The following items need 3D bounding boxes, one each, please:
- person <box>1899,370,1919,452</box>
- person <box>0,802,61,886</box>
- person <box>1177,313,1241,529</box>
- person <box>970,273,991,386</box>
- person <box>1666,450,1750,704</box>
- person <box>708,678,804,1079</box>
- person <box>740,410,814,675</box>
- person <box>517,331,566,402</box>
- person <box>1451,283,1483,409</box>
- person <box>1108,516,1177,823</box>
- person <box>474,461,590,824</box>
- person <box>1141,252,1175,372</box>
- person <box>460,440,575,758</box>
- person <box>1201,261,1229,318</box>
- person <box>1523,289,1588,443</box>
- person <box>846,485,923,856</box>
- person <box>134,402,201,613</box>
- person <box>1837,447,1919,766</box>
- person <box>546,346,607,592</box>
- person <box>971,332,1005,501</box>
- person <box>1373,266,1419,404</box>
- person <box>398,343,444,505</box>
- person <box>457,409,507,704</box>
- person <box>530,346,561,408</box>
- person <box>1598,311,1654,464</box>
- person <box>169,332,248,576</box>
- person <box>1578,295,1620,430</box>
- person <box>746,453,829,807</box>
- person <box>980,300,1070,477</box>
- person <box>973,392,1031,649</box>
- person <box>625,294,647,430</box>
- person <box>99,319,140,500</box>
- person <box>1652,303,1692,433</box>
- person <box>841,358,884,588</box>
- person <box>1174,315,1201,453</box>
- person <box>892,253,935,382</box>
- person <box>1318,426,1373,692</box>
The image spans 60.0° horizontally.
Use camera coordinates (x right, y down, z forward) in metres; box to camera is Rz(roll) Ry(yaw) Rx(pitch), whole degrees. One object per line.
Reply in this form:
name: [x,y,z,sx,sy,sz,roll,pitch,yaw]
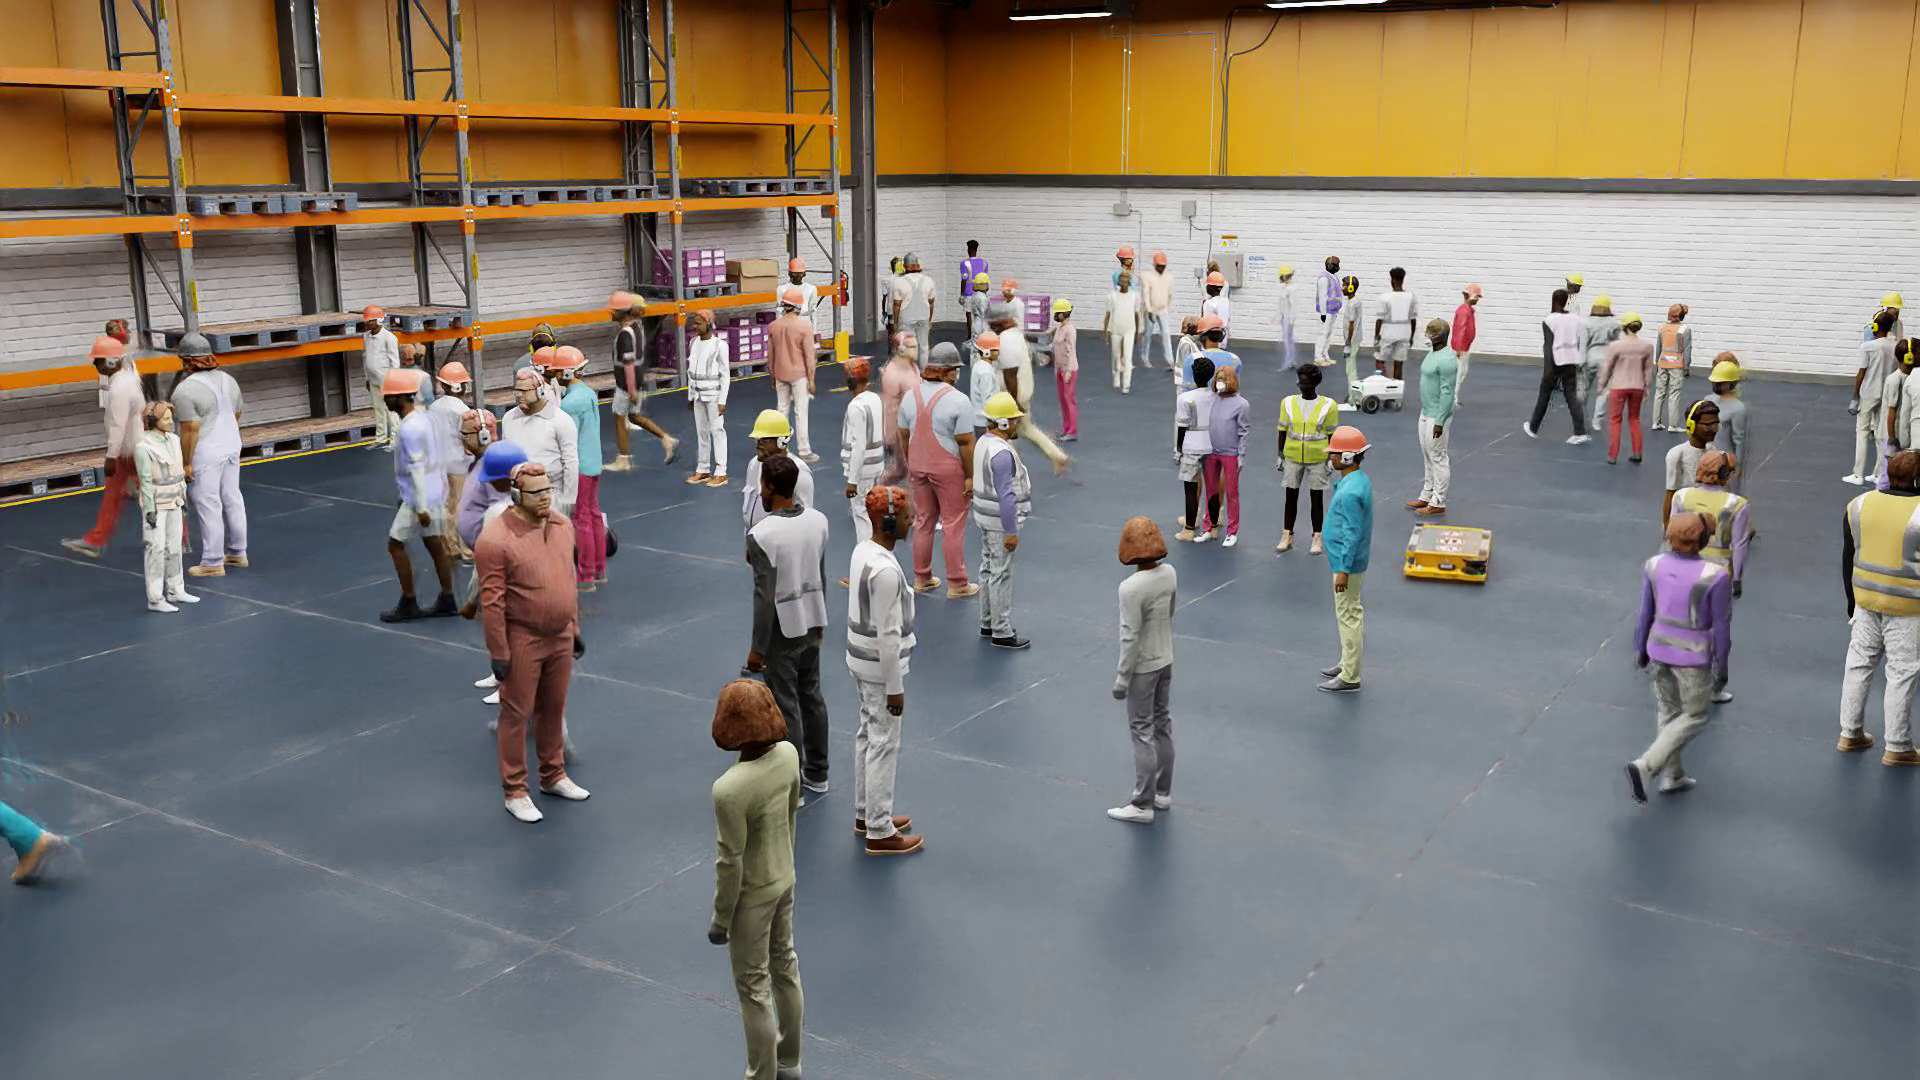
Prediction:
person: [8.666,-0.837,14.728,0.408,1.906,0.652,-8,15,-32]
person: [-4.835,0.800,7.860,0.890,1.818,0.512,-5,14,-20]
person: [2.333,-1.119,15.689,0.615,2.029,0.409,-6,14,-23]
person: [0.326,-3.184,25.272,0.295,1.744,0.484,-5,14,-22]
person: [4.774,0.233,10.679,0.315,1.637,0.514,-11,17,-40]
person: [-0.751,1.294,6.087,0.285,1.633,0.500,6,14,23]
person: [-1.239,0.039,11.094,0.586,1.833,0.403,11,17,40]
person: [-3.868,-1.014,15.581,0.514,1.872,0.328,-3,13,-15]
person: [7.041,-2.709,23.229,0.403,1.737,0.684,7,15,28]
person: [0.966,0.679,8.757,0.286,1.632,0.500,9,16,35]
person: [-2.234,0.523,8.834,0.399,1.908,0.643,8,15,31]
person: [3.239,-3.748,27.312,0.592,1.937,0.998,-3,13,-14]
person: [-2.552,0.341,9.670,0.749,1.886,0.610,4,14,17]
person: [4.006,-3.475,26.320,0.506,1.841,0.344,-7,15,-27]
person: [7.385,-2.133,20.474,0.637,1.864,1.032,-5,14,-20]
person: [-0.390,0.650,8.355,0.354,1.879,0.581,-3,13,-13]
person: [-6.143,-0.259,12.836,0.318,1.630,0.513,1,13,5]
person: [5.394,0.379,9.597,0.429,1.845,0.627,-7,15,-27]
person: [-3.086,-0.571,13.408,0.407,1.987,0.614,1,13,6]
person: [0.279,-1.217,16.712,0.335,1.749,0.575,-2,13,-8]
person: [6.134,-2.877,23.474,0.625,1.952,0.451,-1,13,-4]
person: [-5.444,-1.156,16.703,0.525,1.636,0.307,9,16,34]
person: [-3.018,0.096,10.714,0.396,1.900,0.647,-6,14,-24]
person: [-3.803,-0.921,15.428,0.335,1.749,0.575,0,13,2]
person: [7.569,-1.727,18.928,0.537,1.758,0.397,-1,13,-5]
person: [-6.331,-0.717,13.917,0.536,2.000,0.682,3,13,14]
person: [8.274,-2.321,21.609,0.491,1.703,0.875,3,13,12]
person: [-0.913,0.488,8.956,0.383,1.918,0.591,8,15,31]
person: [0.667,-1.573,17.630,0.904,2.000,0.704,3,13,14]
person: [0.301,-0.140,11.863,0.404,1.835,0.590,-3,13,-15]
person: [-4.170,-2.295,21.439,0.342,1.735,0.484,2,13,8]
person: [-8.554,-1.327,16.989,0.573,1.843,0.376,11,17,40]
person: [9.068,-2.187,21.170,0.307,1.640,0.520,-7,15,-27]
person: [-0.792,-0.546,13.518,0.337,1.881,0.583,3,13,14]
person: [2.686,-1.838,19.678,0.313,1.634,0.515,3,13,13]
person: [-0.749,-3.377,25.454,0.683,2.000,0.538,-6,14,-23]
person: [2.515,0.121,10.909,0.343,1.749,0.572,4,14,16]
